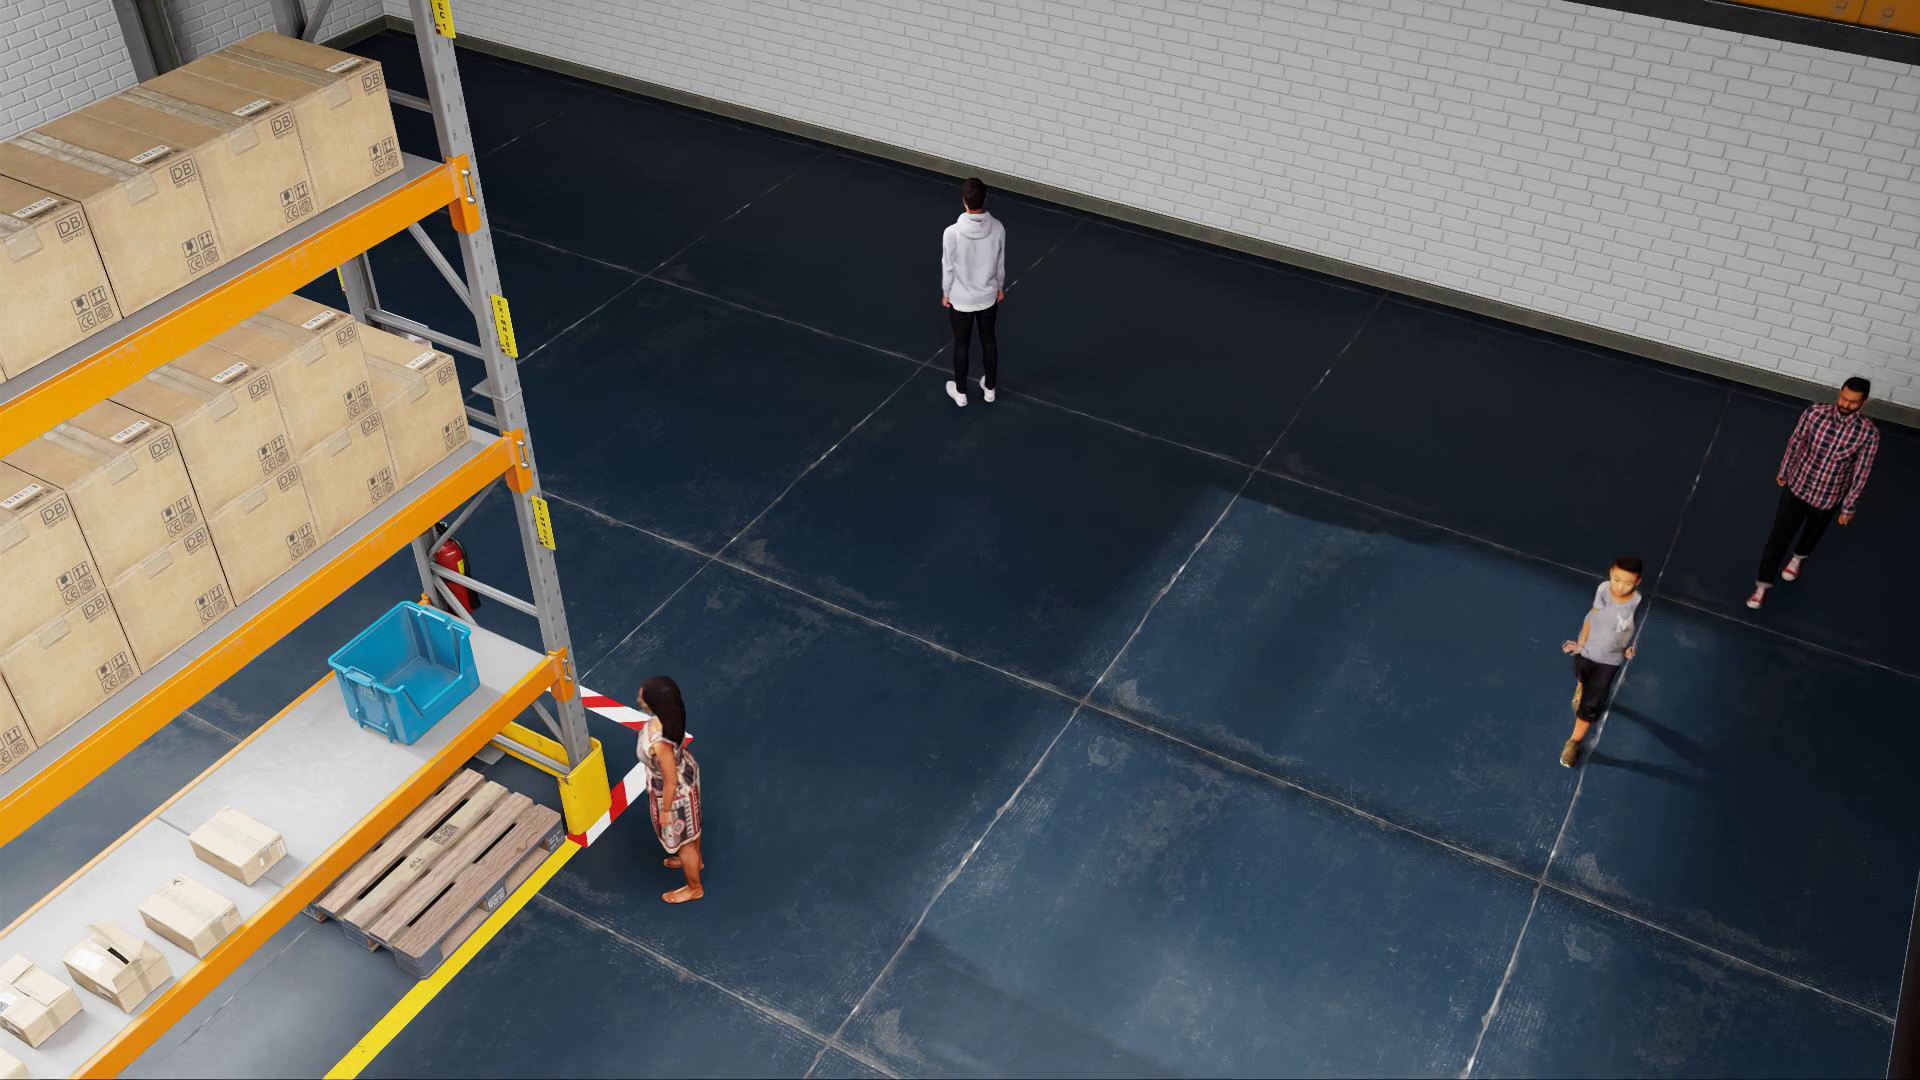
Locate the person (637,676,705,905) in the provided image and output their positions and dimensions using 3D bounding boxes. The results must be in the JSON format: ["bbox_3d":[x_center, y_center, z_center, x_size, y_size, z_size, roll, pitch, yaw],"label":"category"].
[{"bbox_3d":[-1.581,1.360,9.208,0.784,1.645,0.674,-3,39,-3],"label":"person"}]

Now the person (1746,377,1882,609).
[{"bbox_3d":[5.858,-0.374,11.321,0.803,1.718,1.116,26,45,28],"label":"person"}]

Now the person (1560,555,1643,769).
[{"bbox_3d":[3.996,0.596,10.344,0.601,1.422,1.004,17,42,20],"label":"person"}]

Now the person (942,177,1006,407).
[{"bbox_3d":[0.118,-1.943,13.119,0.749,1.926,0.820,-11,40,-14],"label":"person"}]
